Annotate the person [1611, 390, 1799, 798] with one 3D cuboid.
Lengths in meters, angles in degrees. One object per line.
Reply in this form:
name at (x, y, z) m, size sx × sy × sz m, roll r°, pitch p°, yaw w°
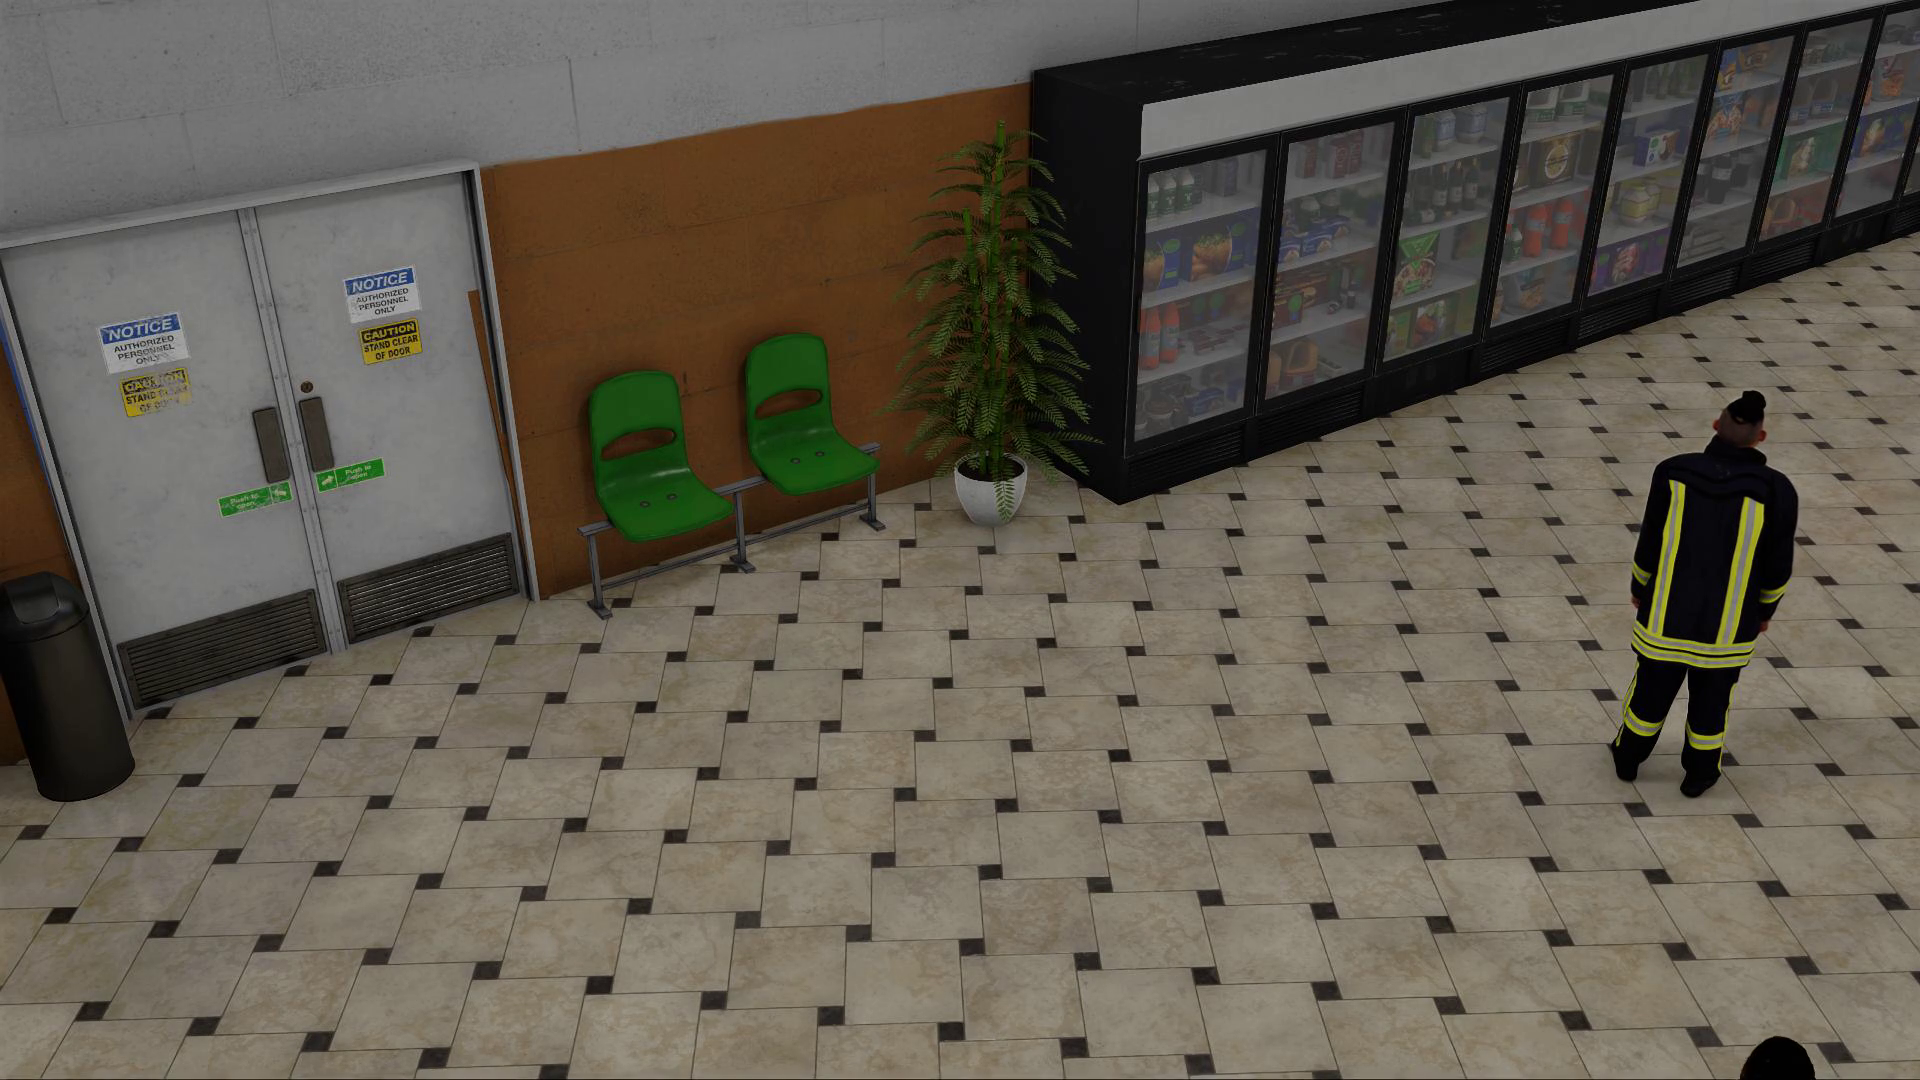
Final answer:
person at (3.053, 0.218, 6.842) m, size 0.799 × 1.861 × 0.920 m, roll 15°, pitch 32°, yaw 25°
